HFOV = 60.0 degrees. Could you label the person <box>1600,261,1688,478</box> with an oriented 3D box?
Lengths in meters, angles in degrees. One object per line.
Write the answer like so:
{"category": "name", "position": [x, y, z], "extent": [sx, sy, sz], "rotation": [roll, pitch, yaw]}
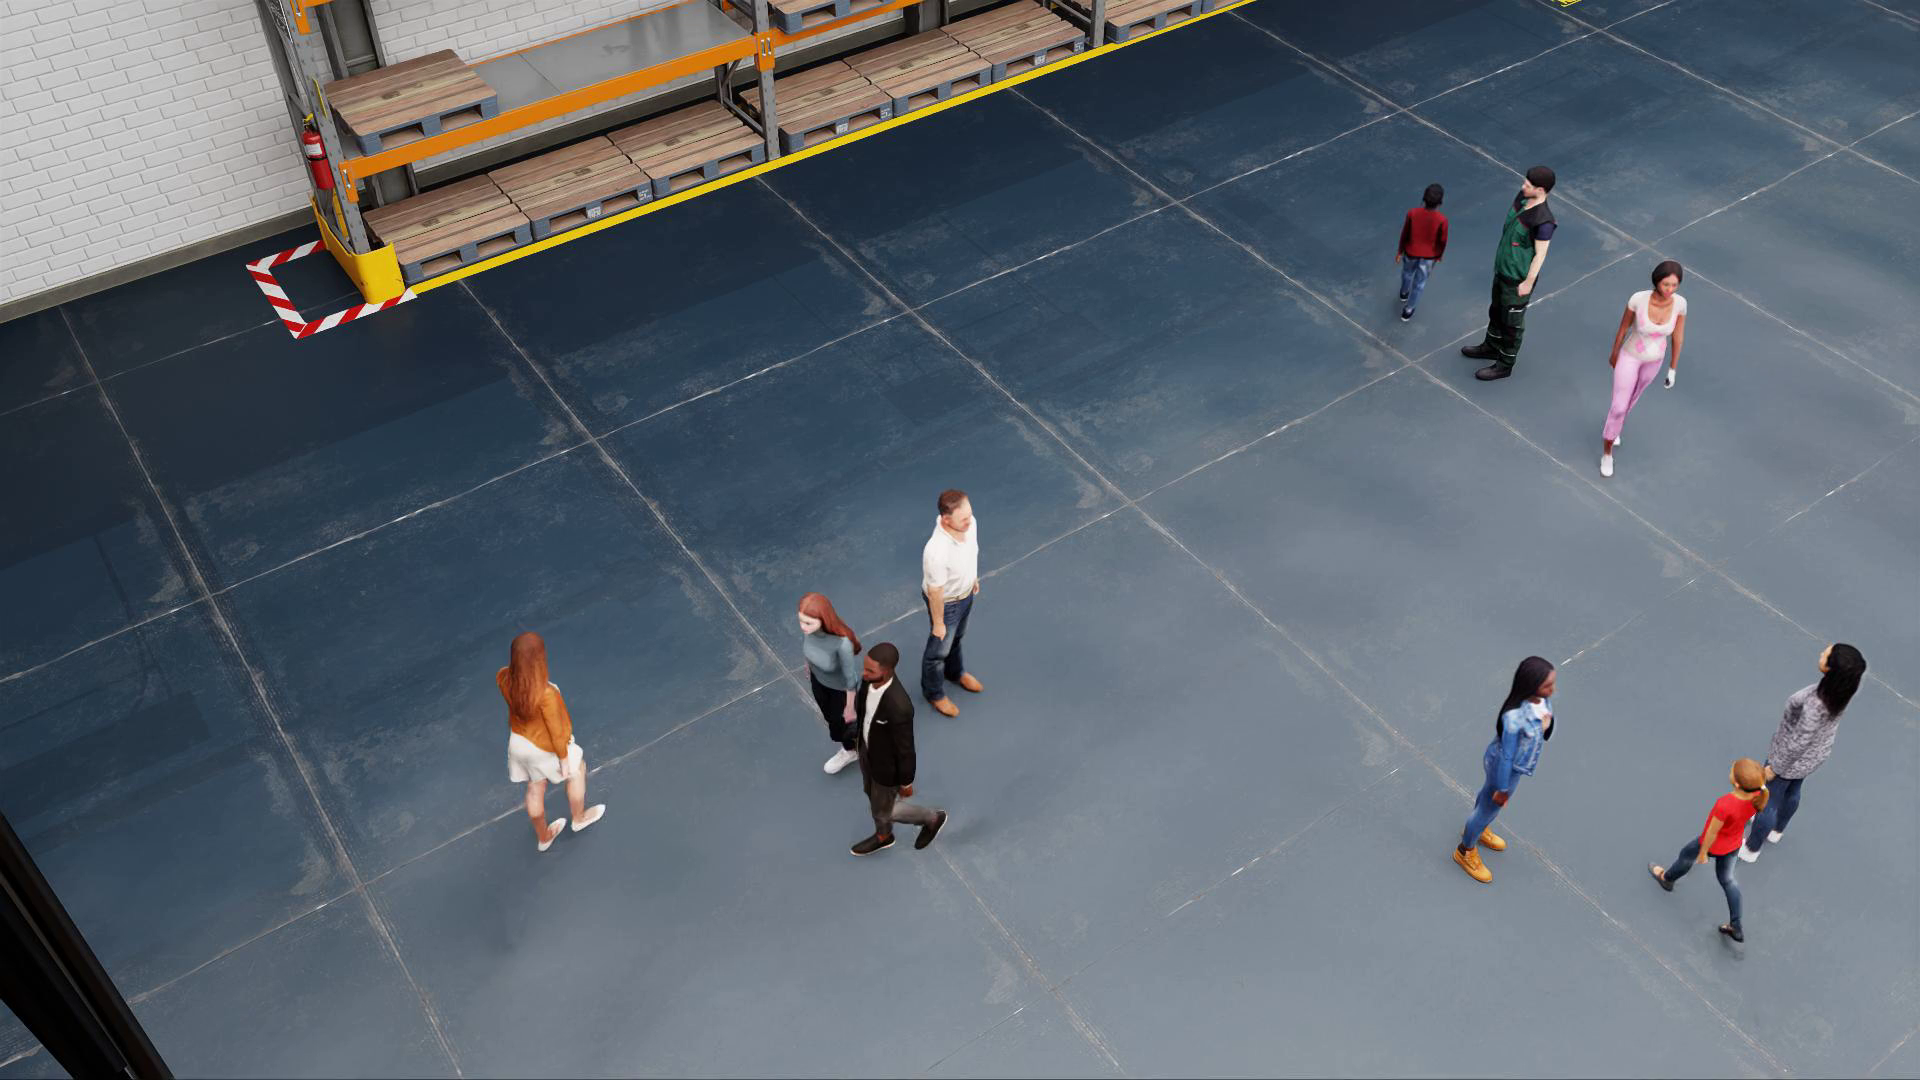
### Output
{"category": "person", "position": [5.078, -1.388, 12.456], "extent": [0.961, 1.715, 0.996], "rotation": [3, 44, 3]}

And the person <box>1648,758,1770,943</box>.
{"category": "person", "position": [4.377, 1.773, 9.449], "extent": [0.894, 1.286, 0.679], "rotation": [-14, 45, -14]}

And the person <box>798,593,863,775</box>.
{"category": "person", "position": [-0.717, 0.871, 10.088], "extent": [0.704, 1.709, 0.836], "rotation": [31, 52, 29]}

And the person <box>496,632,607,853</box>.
{"category": "person", "position": [-2.499, 1.254, 9.692], "extent": [0.781, 1.701, 0.829], "rotation": [18, 46, 18]}

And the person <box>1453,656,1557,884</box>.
{"category": "person", "position": [3.168, 1.292, 9.643], "extent": [0.724, 1.713, 0.579], "rotation": [24, 49, 23]}

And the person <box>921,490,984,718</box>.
{"category": "person", "position": [-0.087, 0.350, 10.534], "extent": [0.796, 1.848, 0.657], "rotation": [22, 48, 22]}

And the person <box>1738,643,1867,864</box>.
{"category": "person", "position": [4.879, 1.236, 9.689], "extent": [0.438, 1.731, 0.671], "rotation": [-26, 49, -25]}

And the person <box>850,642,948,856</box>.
{"category": "person", "position": [-0.367, 1.218, 9.665], "extent": [0.865, 1.791, 0.745], "rotation": [-18, 47, -18]}

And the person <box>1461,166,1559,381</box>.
{"category": "person", "position": [4.394, -2.122, 13.092], "extent": [0.761, 1.900, 0.767], "rotation": [-4, 44, -4]}

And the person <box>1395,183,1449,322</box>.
{"category": "person", "position": [3.814, -2.365, 13.824], "extent": [0.702, 1.241, 0.810], "rotation": [18, 47, 18]}
